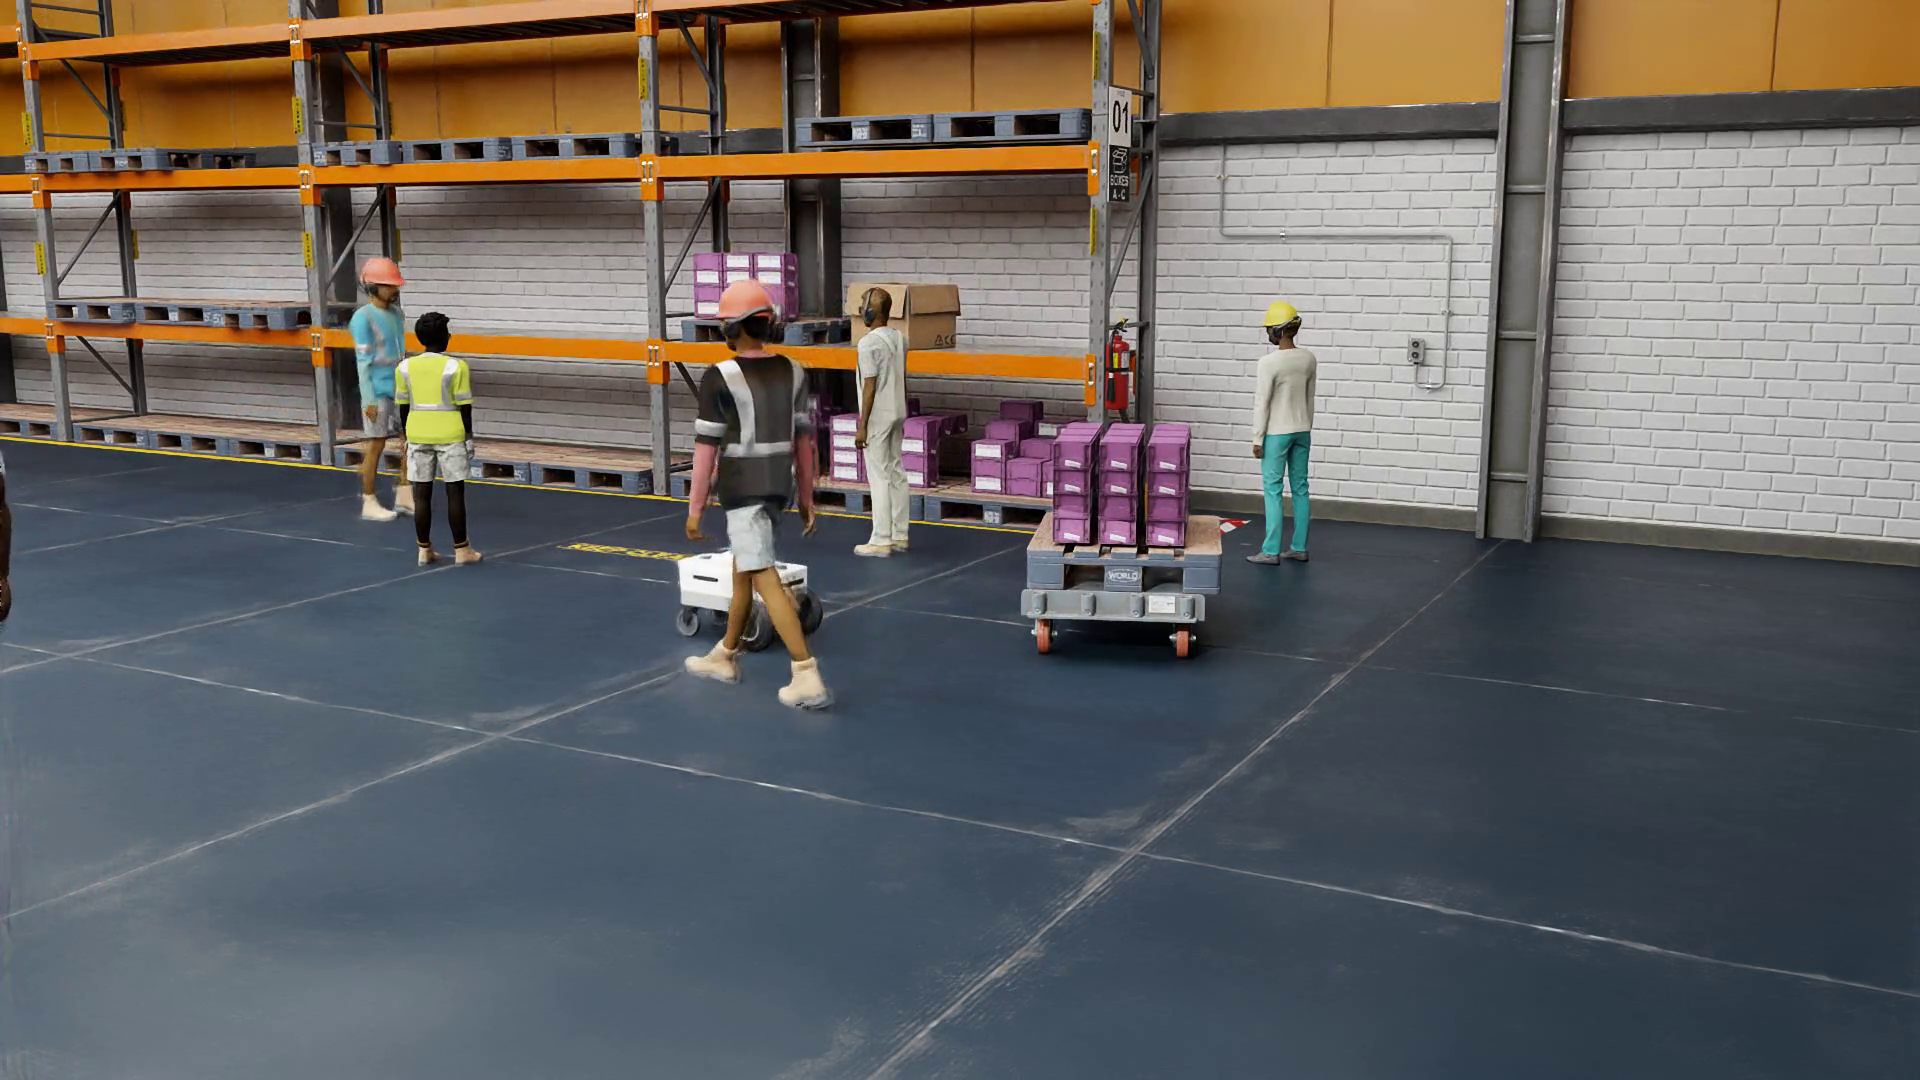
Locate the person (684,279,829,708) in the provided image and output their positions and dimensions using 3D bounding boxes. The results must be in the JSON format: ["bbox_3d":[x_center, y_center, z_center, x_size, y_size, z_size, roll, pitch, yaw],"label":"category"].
[{"bbox_3d":[-0.968,-0.223,7.844,1.038,1.995,0.626,8,13,38],"label":"person"}]

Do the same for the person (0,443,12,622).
[{"bbox_3d":[-3.775,0.099,5.927,0.699,2.000,0.811,-4,11,-21],"label":"person"}]

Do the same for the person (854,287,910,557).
[{"bbox_3d":[-0.540,-0.804,11.414,0.328,1.844,0.513,6,12,31],"label":"person"}]

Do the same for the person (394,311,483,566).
[{"bbox_3d":[-3.472,-0.665,11.051,0.536,1.699,0.322,2,10,10],"label":"person"}]

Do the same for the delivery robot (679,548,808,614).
[{"bbox_3d":[-1.183,0.224,9.052,0.707,0.478,0.477,6,12,31],"label":"delivery robot"}]

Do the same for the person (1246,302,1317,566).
[{"bbox_3d":[2.150,-0.705,11.124,0.524,1.761,0.338,-7,12,-33],"label":"person"}]

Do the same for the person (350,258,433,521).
[{"bbox_3d":[-4.367,-1.138,12.765,0.678,2.016,0.642,3,11,14],"label":"person"}]
